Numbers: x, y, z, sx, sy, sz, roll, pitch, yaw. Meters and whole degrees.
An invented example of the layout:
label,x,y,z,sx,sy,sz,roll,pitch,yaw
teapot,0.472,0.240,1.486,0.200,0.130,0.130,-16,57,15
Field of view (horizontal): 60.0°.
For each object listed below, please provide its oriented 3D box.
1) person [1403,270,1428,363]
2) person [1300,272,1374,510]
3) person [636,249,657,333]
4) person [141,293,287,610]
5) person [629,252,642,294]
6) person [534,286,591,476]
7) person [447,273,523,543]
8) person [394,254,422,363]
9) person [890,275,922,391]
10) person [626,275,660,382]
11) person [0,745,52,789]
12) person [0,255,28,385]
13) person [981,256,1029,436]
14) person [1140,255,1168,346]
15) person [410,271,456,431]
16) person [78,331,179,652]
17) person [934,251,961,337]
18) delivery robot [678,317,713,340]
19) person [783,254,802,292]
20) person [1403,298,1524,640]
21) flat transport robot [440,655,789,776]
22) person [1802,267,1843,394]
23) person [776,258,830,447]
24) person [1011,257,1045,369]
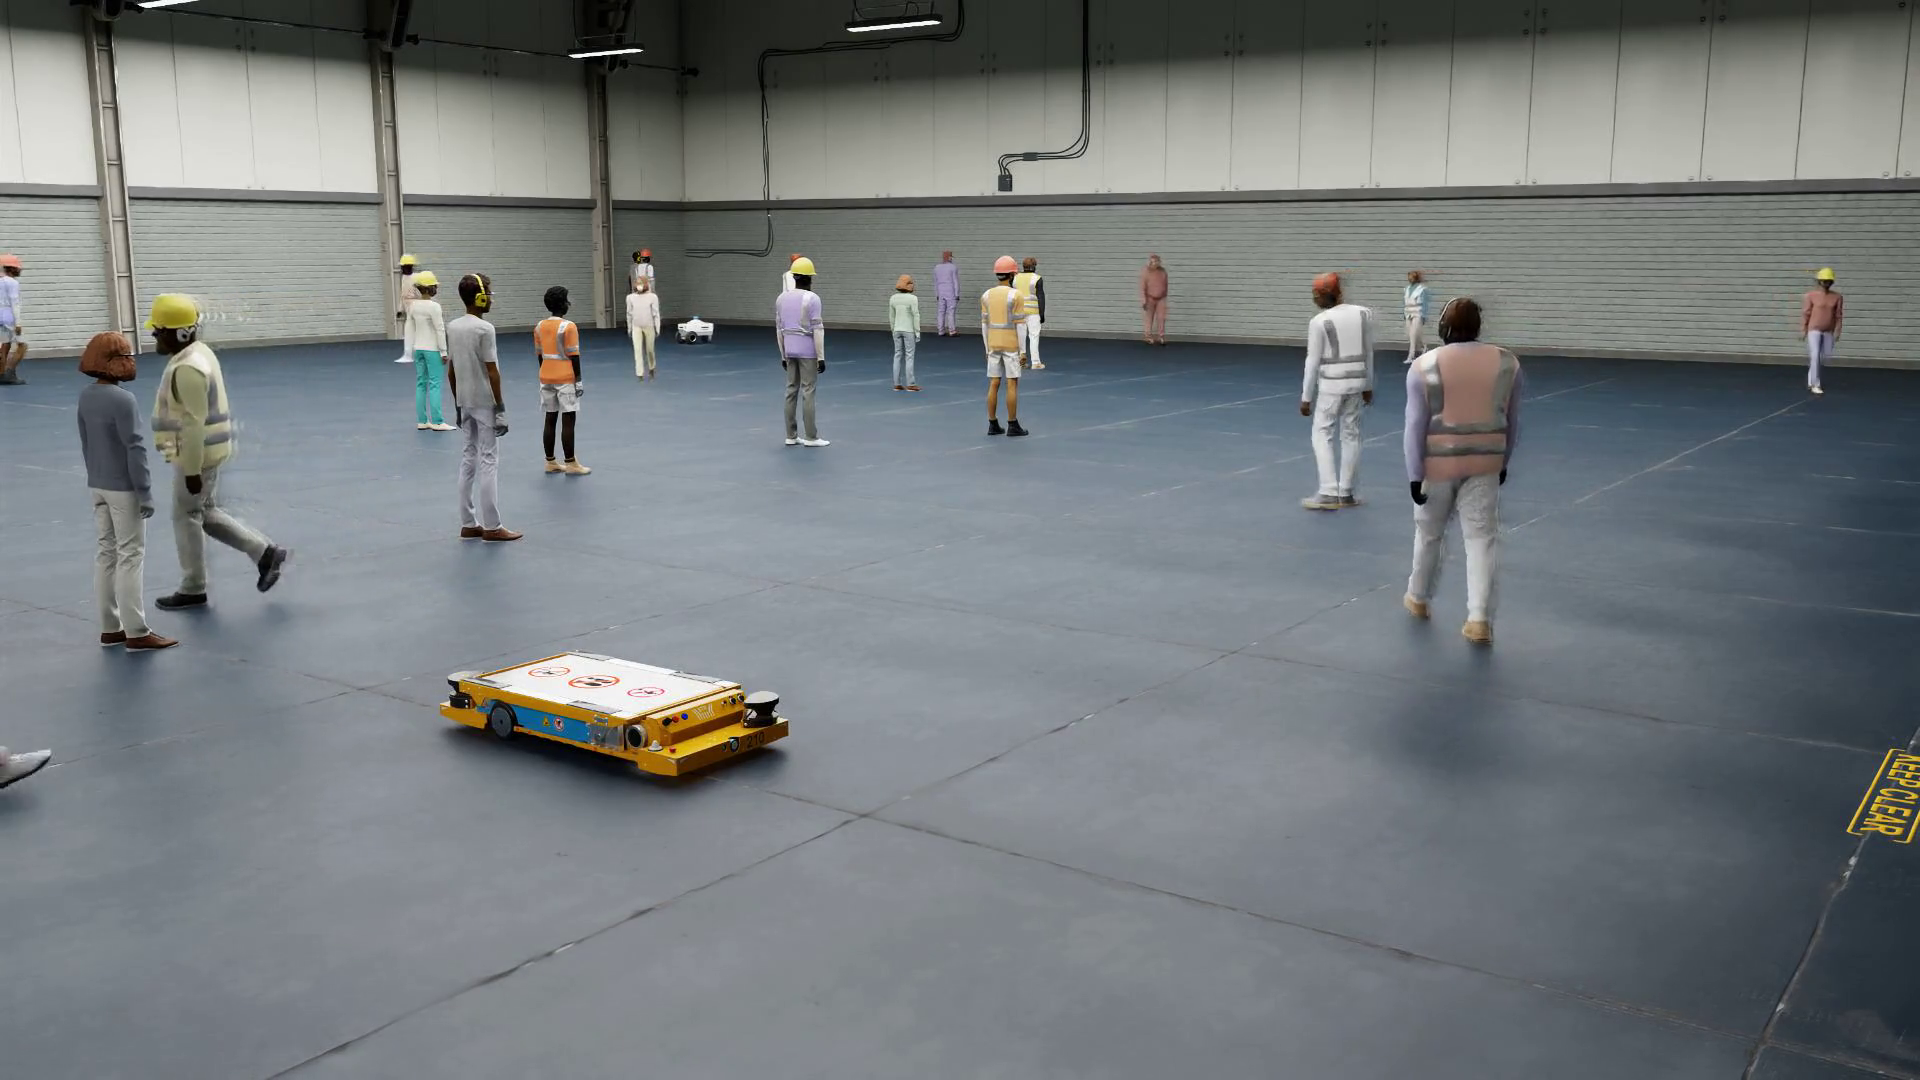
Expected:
label,x,y,z,sx,sy,sz,roll,pitch,yaw
person,7.953,-3.884,28.936,0.633,1.618,0.517,-6,12,-31
person,2.961,-1.154,13.003,0.678,1.854,0.365,-5,11,-25
person,-7.284,-5.795,38.724,0.545,1.942,0.354,7,12,35
person,-4.248,-0.493,9.405,0.636,1.806,0.611,-3,11,-16
person,-7.906,-6.137,40.843,0.514,1.872,0.328,7,12,35
person,-3.578,-1.422,14.911,0.535,1.700,0.318,7,12,35
person,-3.340,-0.915,11.595,0.514,1.872,0.328,7,12,35
person,-9.538,-4.063,29.176,0.863,1.897,0.587,-8,13,-38
person,-0.767,-2.913,23.445,0.500,1.633,0.280,7,12,35
person,-4.790,-3.215,25.216,0.507,1.602,0.769,0,10,-3
person,-3.895,0.203,6.085,0.846,1.593,0.529,-9,14,-42
person,-13.952,-3.224,24.458,0.550,1.904,0.544,6,12,32
person,0.496,-2.086,17.954,0.546,1.941,0.358,7,12,35
person,3.955,-4.857,33.760,0.659,1.839,0.919,-3,10,-14
person,-5.879,-2.091,18.464,0.525,1.772,0.309,7,12,35
person,-4.285,-0.244,8.500,0.500,1.633,0.280,7,12,35
person,-0.264,-5.462,36.962,0.641,1.908,0.407,7,12,35
delivery robot,-5.462,-4.375,34.392,0.707,0.478,0.477,-9,13,-40
person,-2.895,-4.152,29.682,0.574,1.884,0.356,7,12,35
person,2.669,-0.390,8.897,0.627,1.796,0.976,1,10,5
flat transport robot,-1.478,0.700,7.023,1.431,0.197,0.652,7,12,35
person,12.005,-2.929,23.228,0.528,1.748,0.678,1,10,4
person,-1.611,-1.913,17.021,0.588,1.927,0.371,7,12,35
person,1.152,-3.751,27.560,0.625,1.844,0.429,7,12,35
